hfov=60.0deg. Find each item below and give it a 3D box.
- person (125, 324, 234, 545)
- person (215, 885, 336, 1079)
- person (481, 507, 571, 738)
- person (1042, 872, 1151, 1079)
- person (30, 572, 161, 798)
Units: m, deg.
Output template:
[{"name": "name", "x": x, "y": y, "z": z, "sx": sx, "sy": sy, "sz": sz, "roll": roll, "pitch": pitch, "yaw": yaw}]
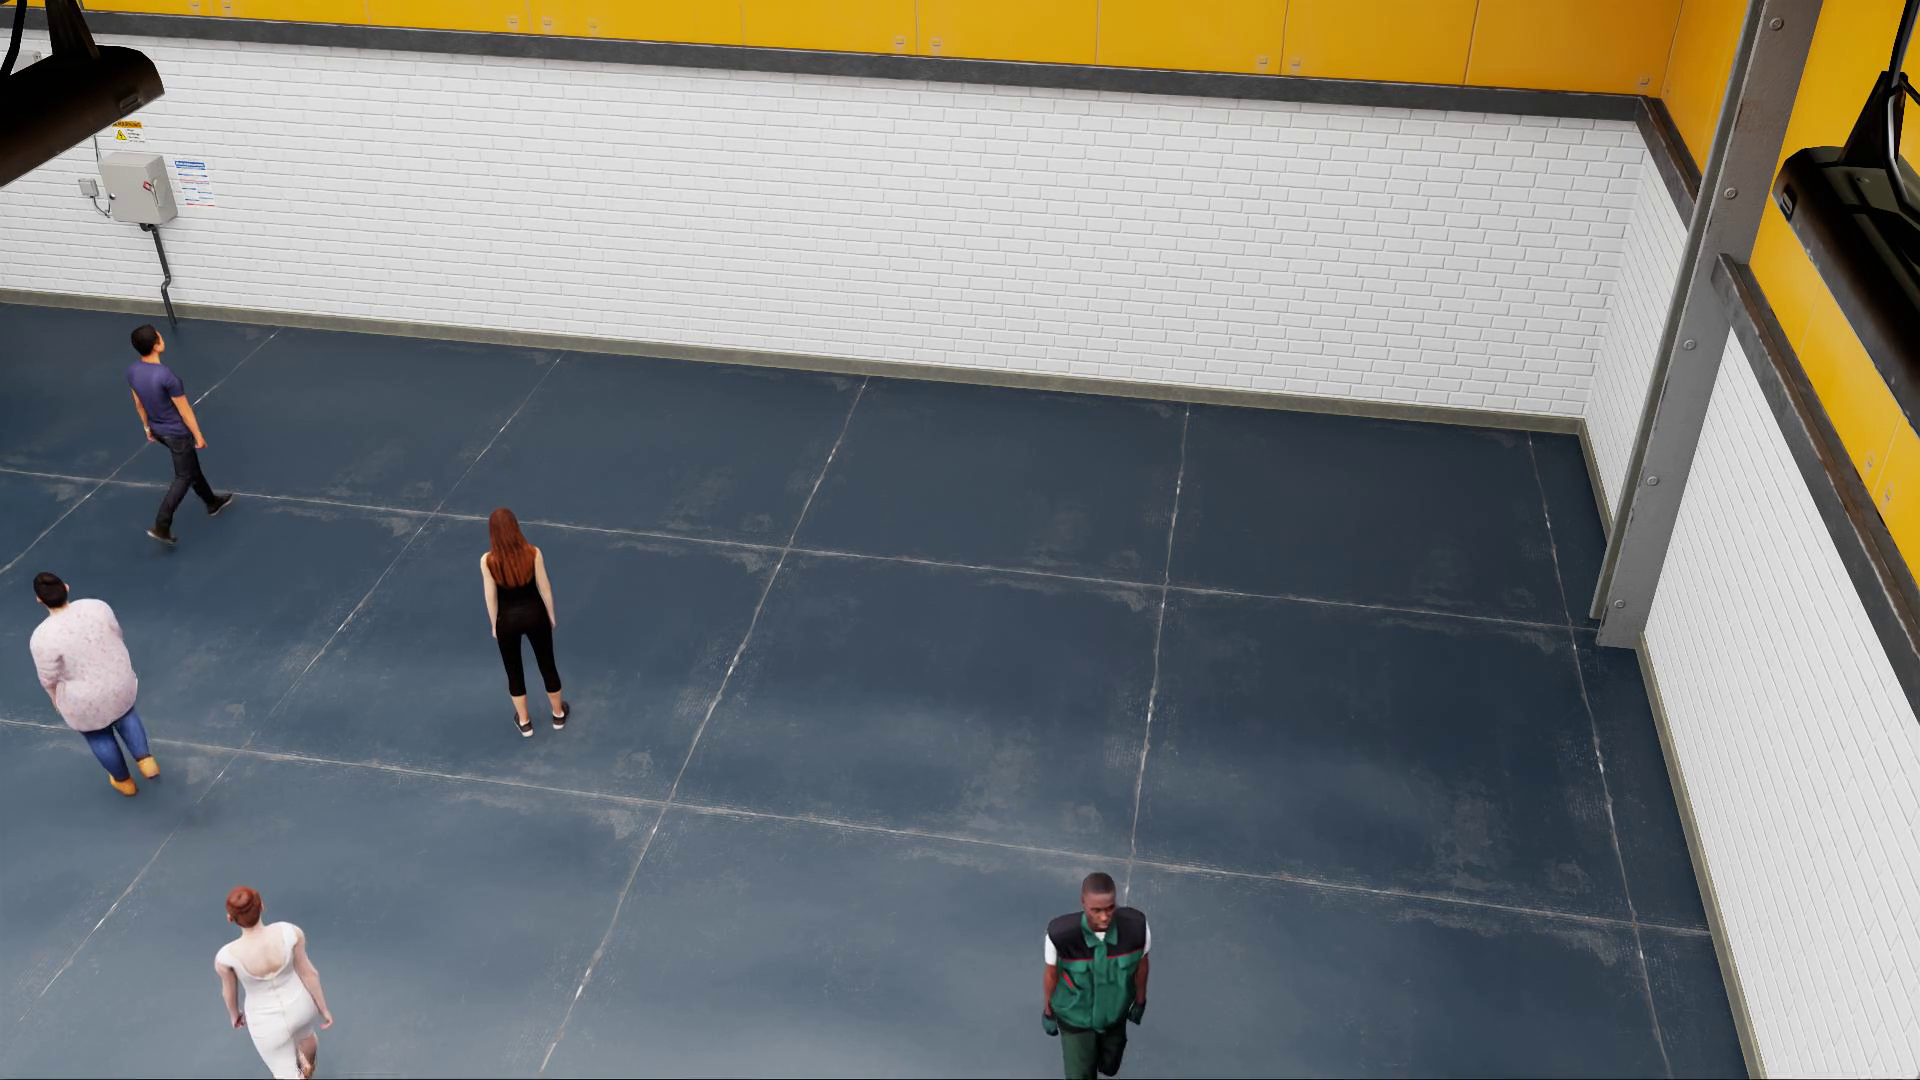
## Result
[{"name": "person", "x": -6.186, "y": -0.797, "z": 12.928, "sx": 0.829, "sy": 1.761, "sz": 1.183, "roll": 13, "pitch": 36, "yaw": 19}, {"name": "person", "x": -3.277, "y": 2.431, "z": 8.093, "sx": 1.049, "sy": 1.736, "sz": 1.127, "roll": -20, "pitch": 38, "yaw": -27}, {"name": "person", "x": -2.889, "y": 0.537, "z": 10.954, "sx": 0.641, "sy": 1.726, "sz": 0.646, "roll": -9, "pitch": 35, "yaw": -13}, {"name": "person", "x": 0.644, "y": 2.274, "z": 8.258, "sx": 0.919, "sy": 1.816, "sz": 1.178, "roll": -5, "pitch": 34, "yaw": -7}, {"name": "person", "x": -5.361, "y": 0.923, "z": 10.364, "sx": 0.941, "sy": 1.736, "sz": 0.860, "roll": 24, "pitch": 40, "yaw": 31}]
